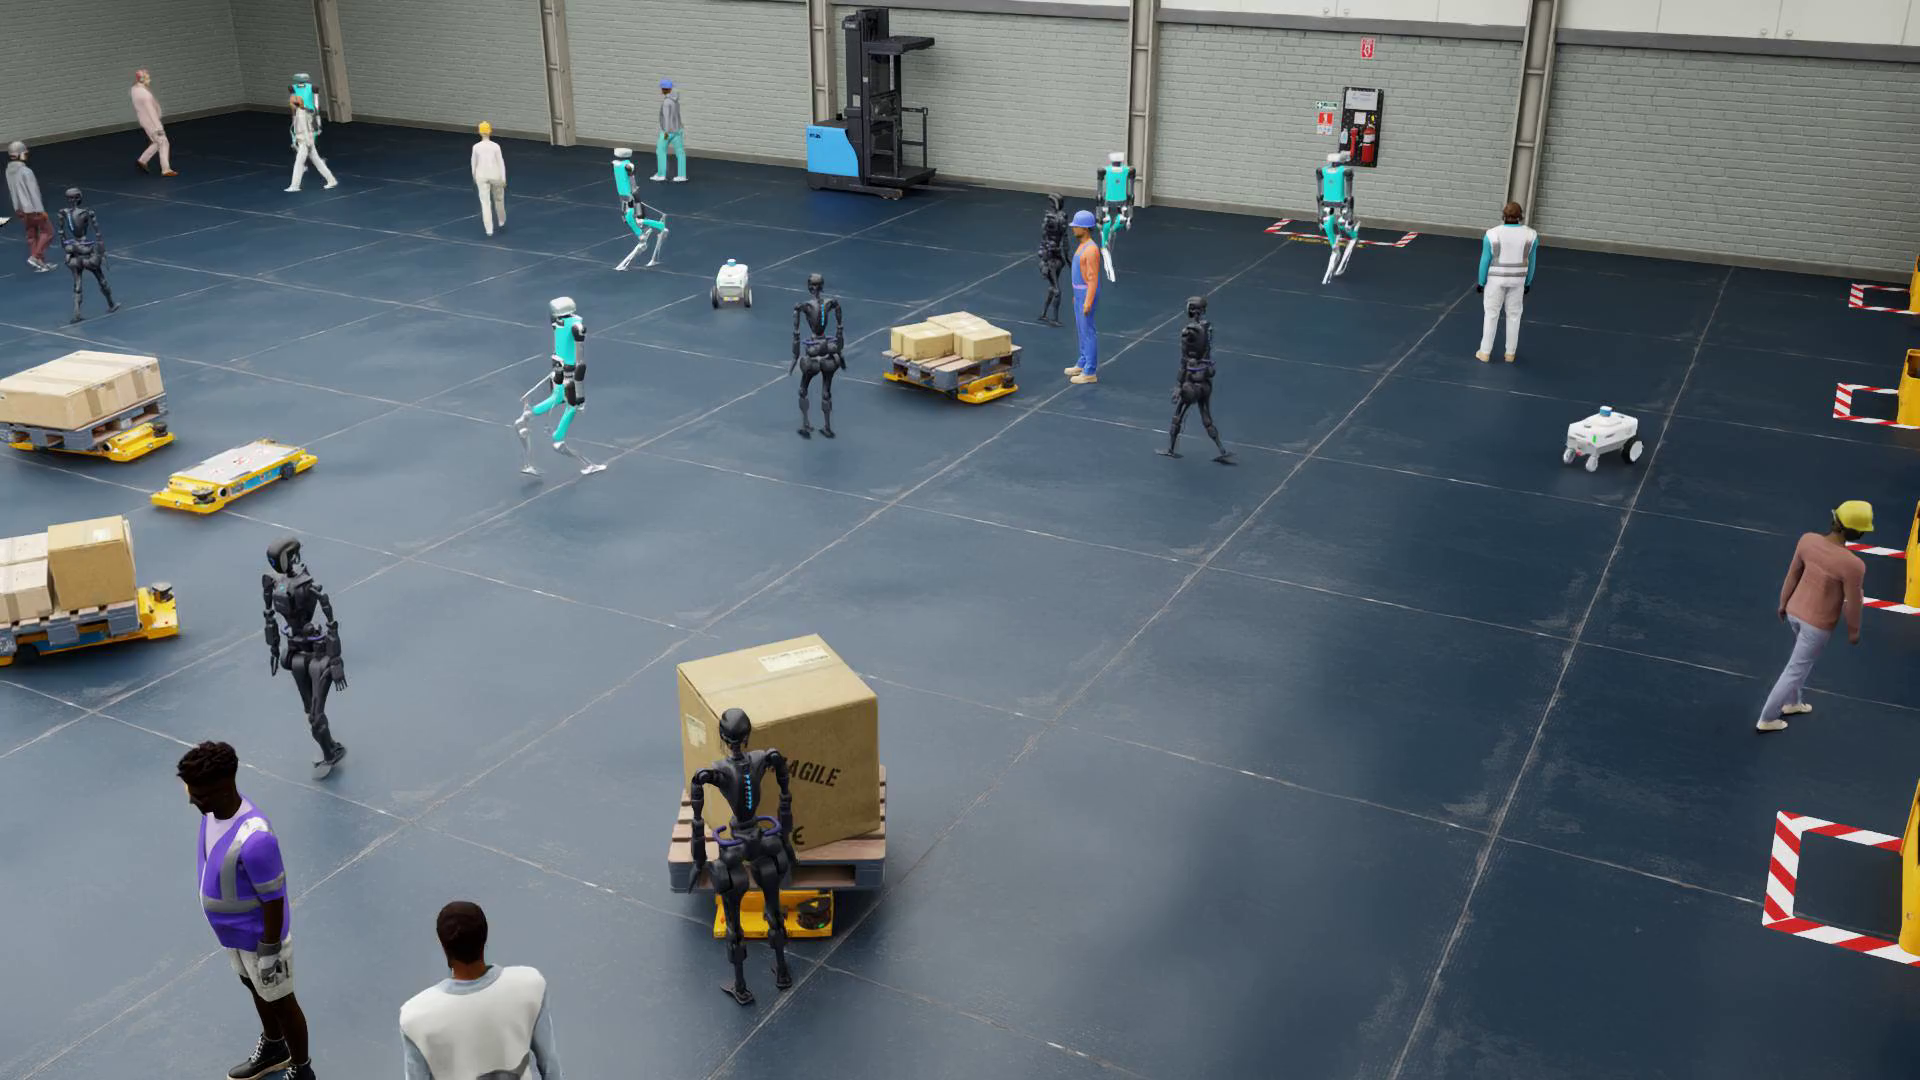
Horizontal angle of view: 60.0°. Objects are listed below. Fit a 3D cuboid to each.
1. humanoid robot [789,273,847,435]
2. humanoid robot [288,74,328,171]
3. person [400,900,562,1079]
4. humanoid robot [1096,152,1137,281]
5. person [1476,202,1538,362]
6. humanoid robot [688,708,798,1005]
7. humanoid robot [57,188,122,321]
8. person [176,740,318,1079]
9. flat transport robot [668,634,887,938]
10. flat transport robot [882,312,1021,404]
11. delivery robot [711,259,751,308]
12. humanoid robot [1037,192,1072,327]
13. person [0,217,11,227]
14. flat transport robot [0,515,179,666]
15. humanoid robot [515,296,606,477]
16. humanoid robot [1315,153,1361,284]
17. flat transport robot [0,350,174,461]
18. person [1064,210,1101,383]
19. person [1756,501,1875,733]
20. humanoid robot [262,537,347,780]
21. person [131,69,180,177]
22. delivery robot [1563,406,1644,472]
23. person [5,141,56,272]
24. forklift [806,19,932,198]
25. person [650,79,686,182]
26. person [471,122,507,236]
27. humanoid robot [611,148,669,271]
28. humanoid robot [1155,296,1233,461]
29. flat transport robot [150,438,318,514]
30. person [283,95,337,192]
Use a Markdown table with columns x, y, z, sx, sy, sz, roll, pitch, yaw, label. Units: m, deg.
| x | y | z | sx | sy | sz | roll | pitch | yaw | label |
| --- | --- | --- | --- | --- | --- | --- | --- | --- | --- |
| -1.428 | -1.866 | 16.717 | 0.608 | 1.648 | 0.329 | -13 | 27 | -28 | humanoid robot |
| -11.539 | -7.281 | 29.244 | 0.530 | 1.726 | 1.030 | 1 | 23 | 3 | humanoid robot |
| -1.879 | 2.325 | 6.703 | 0.595 | 1.888 | 0.853 | -15 | 27 | -31 | person |
| 2.046 | -4.465 | 22.737 | 0.531 | 1.777 | 0.965 | -3 | 23 | -7 | humanoid robot |
| 6.235 | -2.948 | 19.042 | 0.618 | 1.838 | 0.430 | 2 | 23 | 5 | person |
| -1.117 | 1.619 | 8.591 | 0.599 | 1.657 | 0.315 | -12 | 26 | -25 | humanoid robot |
| -10.973 | -3.582 | 20.788 | 0.589 | 1.632 | 0.792 | 2 | 23 | 6 | humanoid robot |
| -3.348 | 1.804 | 7.819 | 0.368 | 1.963 | 0.602 | -21 | 31 | -40 | person |
| -1.037 | 1.858 | 9.837 | 0.659 | 0.231 | 1.431 | -1 | 23 | -1 | flat transport robot |
| -0.102 | -1.800 | 18.354 | 1.431 | 0.231 | 0.659 | 20 | 30 | 39 | flat transport robot |
| -2.956 | -3.319 | 21.534 | 0.522 | 0.600 | 0.772 | 0 | 23 | -1 | delivery robot |
| 1.180 | -3.462 | 20.454 | 0.537 | 1.641 | 0.590 | 15 | 27 | 31 | humanoid robot |
| -15.027 | -5.676 | 25.385 | 0.911 | 1.833 | 0.552 | 1 | 23 | 2 | person |
| -6.772 | 0.632 | 12.692 | 1.431 | 0.231 | 0.659 | -11 | 26 | -24 | flat transport robot |
| -3.850 | -1.338 | 15.492 | 1.030 | 1.785 | 0.540 | -18 | 29 | -35 | humanoid robot |
| 5.127 | -4.327 | 22.404 | 0.566 | 1.808 | 0.829 | 19 | 30 | 37 | humanoid robot |
| -8.670 | -1.032 | 16.566 | 1.431 | 0.231 | 0.659 | 7 | 24 | 15 | flat transport robot |
| 1.362 | -2.679 | 18.322 | 0.371 | 1.908 | 0.529 | -3 | 23 | -7 | person |
| 5.763 | 0.519 | 11.087 | 0.683 | 1.725 | 0.537 | -6 | 24 | -14 | person |
| -4.205 | 0.736 | 10.668 | 0.612 | 1.640 | 0.491 | 9 | 25 | 20 | humanoid robot |
| -14.116 | -7.266 | 29.042 | 0.593 | 1.864 | 0.672 | -21 | 31 | -39 | person |
| 6.246 | -1.002 | 16.141 | 0.775 | 0.601 | 0.499 | -15 | 28 | -31 | delivery robot |
| -12.768 | -4.568 | 22.852 | 0.571 | 1.800 | 0.412 | 11 | 26 | 25 | person |
| -1.573 | -7.292 | 27.850 | 1.873 | 2.768 | 1.129 | 12 | 26 | 25 | forklift |
| -5.098 | -7.070 | 28.729 | 0.724 | 1.751 | 0.569 | 8 | 24 | 17 | person |
| -7.123 | -5.486 | 25.182 | 0.492 | 1.642 | 0.919 | -5 | 24 | -12 | person |
| -4.375 | -4.504 | 22.799 | 0.939 | 1.761 | 0.546 | -17 | 29 | -34 | humanoid robot |
| 2.299 | -1.535 | 16.014 | 0.748 | 1.642 | 0.609 | 16 | 28 | 33 | humanoid robot |
| -6.784 | -0.612 | 15.587 | 0.659 | 0.231 | 1.431 | 9 | 25 | 20 | flat transport robot |
| -11.044 | -6.701 | 28.080 | 0.868 | 1.591 | 0.525 | -8 | 25 | -18 | person |
